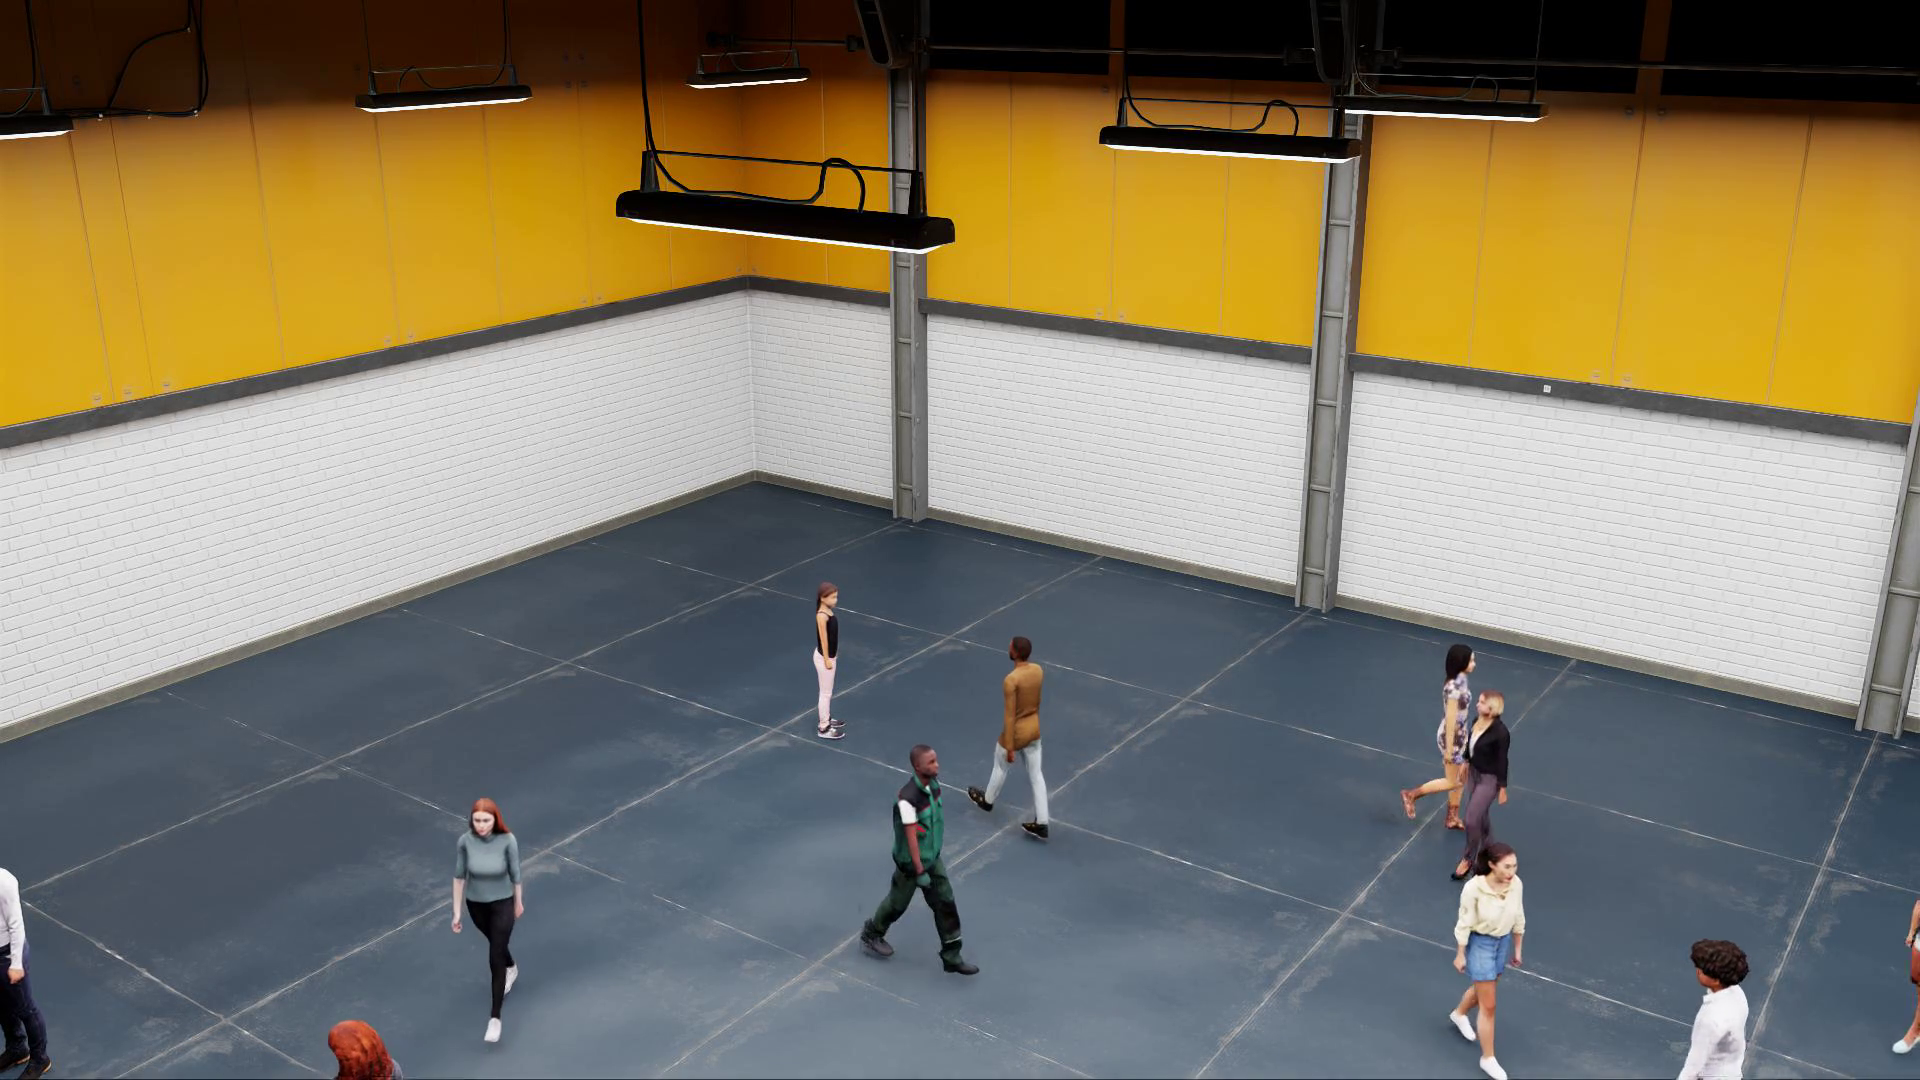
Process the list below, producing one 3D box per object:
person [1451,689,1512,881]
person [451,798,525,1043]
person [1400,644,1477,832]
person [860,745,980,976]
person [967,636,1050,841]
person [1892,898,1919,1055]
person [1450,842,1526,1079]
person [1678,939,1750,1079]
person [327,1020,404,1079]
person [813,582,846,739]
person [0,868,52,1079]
[{"bbox_3d":[4.365,1.995,13.605,0.860,1.653,0.802,-5,19,-15],"label":"person"},{"bbox_3d":[-3.310,2.585,11.795,1.166,1.689,1.079,1,19,2],"label":"person"},{"bbox_3d":[4.183,1.710,14.346,0.931,1.721,0.702,8,20,21],"label":"person"},{"bbox_3d":[-0.394,2.363,12.289,1.232,1.795,0.737,10,21,28],"label":"person"},{"bbox_3d":[0.595,1.718,14.234,0.851,1.776,1.221,-16,24,-40],"label":"person"},{"bbox_3d":[6.734,2.775,11.358,0.936,1.608,0.894,-5,19,-13],"label":"person"},{"bbox_3d":[3.573,2.773,11.363,0.965,1.609,1.077,-7,20,-19],"label":"person"},{"bbox_3d":[4.533,3.218,9.812,1.131,1.755,0.672,12,22,32],"label":"person"},{"bbox_3d":[-3.165,3.446,9.138,0.738,1.754,0.886,-14,23,-36],"label":"person"},{"bbox_3d":[-1.308,1.153,16.245,0.660,1.564,0.625,1,19,2],"label":"person"},{"bbox_3d":[-6.379,2.734,11.072,0.550,1.868,0.698,10,21,27],"label":"person"}]
